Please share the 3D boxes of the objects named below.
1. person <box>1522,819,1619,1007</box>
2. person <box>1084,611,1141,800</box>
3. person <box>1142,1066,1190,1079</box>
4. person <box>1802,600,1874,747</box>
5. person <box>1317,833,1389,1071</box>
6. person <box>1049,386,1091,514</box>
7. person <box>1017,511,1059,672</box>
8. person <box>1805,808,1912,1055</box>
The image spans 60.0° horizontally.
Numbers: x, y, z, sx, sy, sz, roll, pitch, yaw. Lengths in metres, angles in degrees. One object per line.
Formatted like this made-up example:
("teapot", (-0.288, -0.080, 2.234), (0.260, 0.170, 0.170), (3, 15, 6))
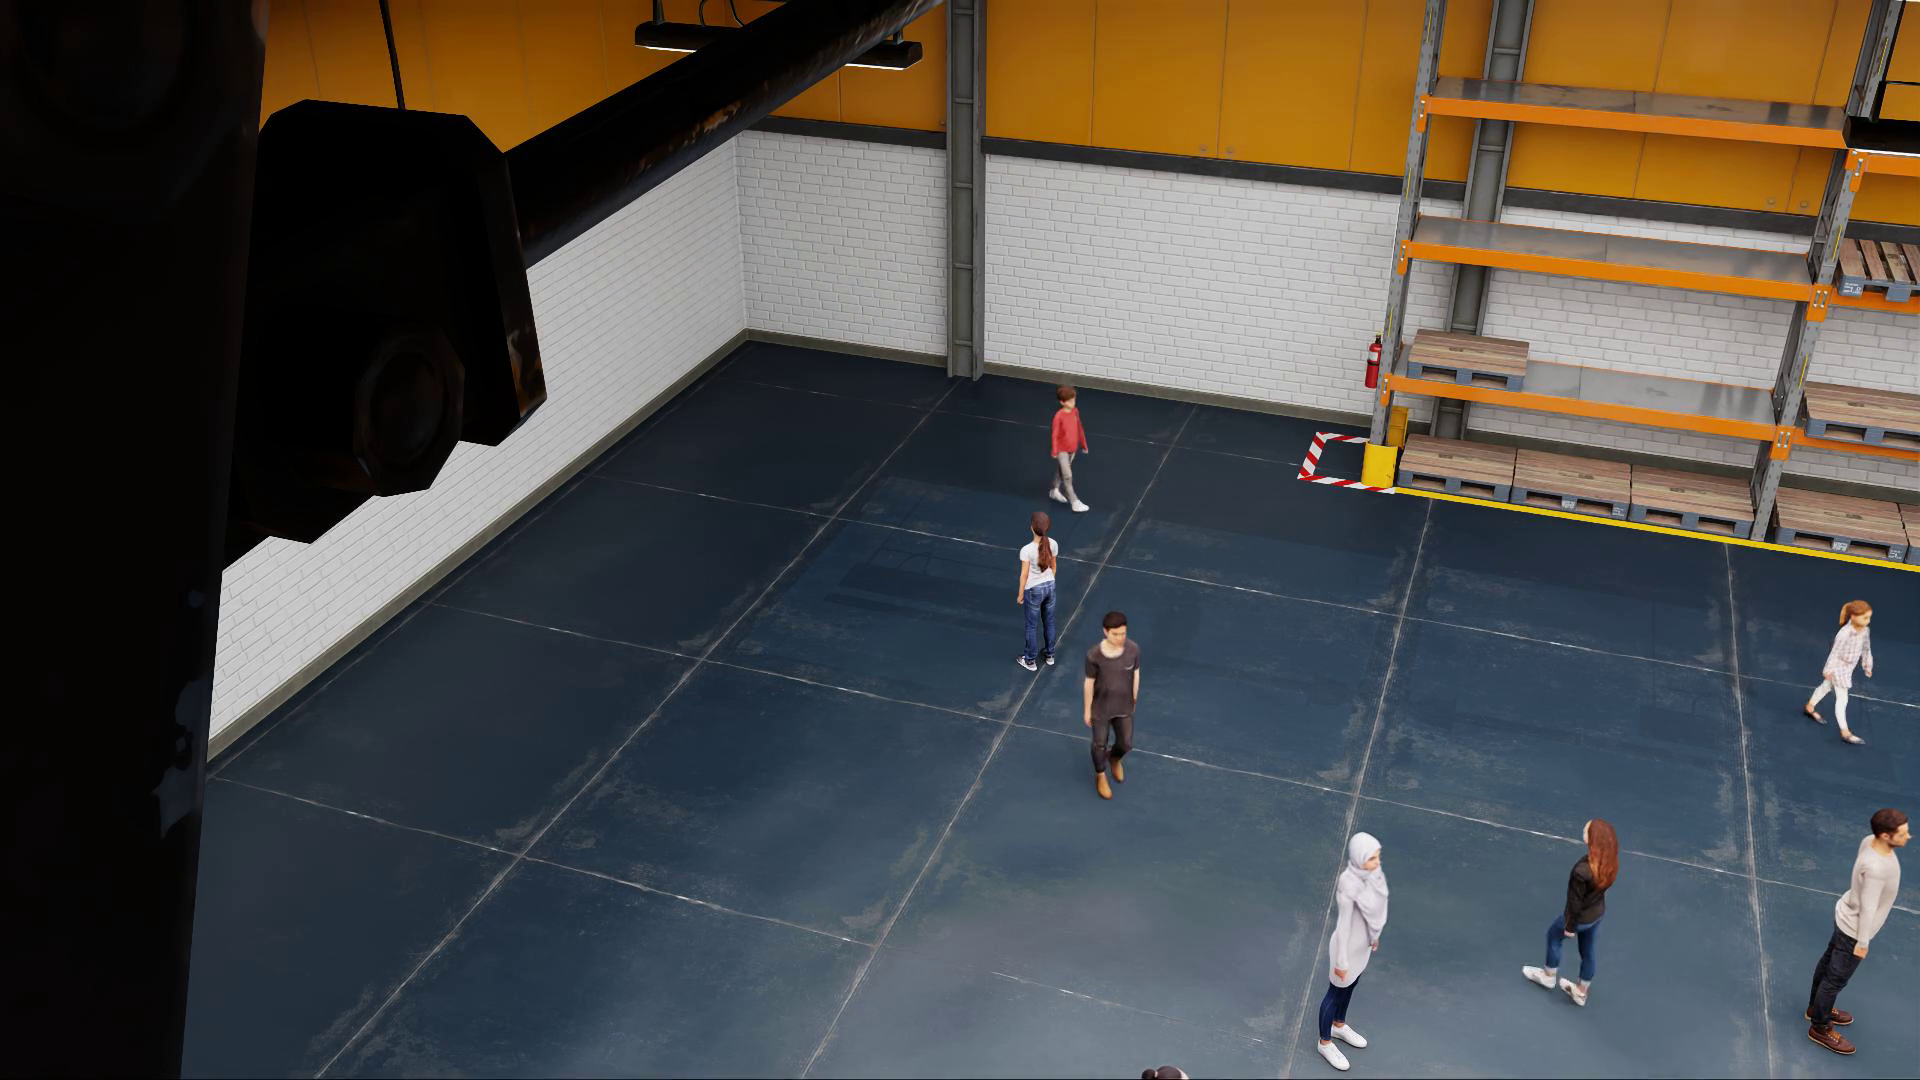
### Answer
("person", (4.272, 2.546, 11.228), (0.751, 1.468, 0.816), (-19, 34, -31))
("person", (1.192, 1.258, 13.340), (0.740, 1.707, 0.815), (-4, 29, -8))
("person", (1.115, 3.539, 9.217), (0.685, 1.651, 0.673), (-5, 29, -10))
("person", (7.457, 1.049, 14.171), (0.865, 1.277, 0.945), (-15, 32, -25))
("person", (2.531, 2.623, 10.766), (0.649, 1.776, 0.676), (23, 36, 36))
("person", (1.085, -1.013, 17.830), (0.933, 1.393, 0.731), (22, 36, 35))
("person", (0.715, 0.441, 14.988), (0.624, 1.563, 0.681), (-13, 31, -23))
("person", (5.859, 2.506, 10.883), (0.584, 1.868, 0.661), (12, 31, 21))
